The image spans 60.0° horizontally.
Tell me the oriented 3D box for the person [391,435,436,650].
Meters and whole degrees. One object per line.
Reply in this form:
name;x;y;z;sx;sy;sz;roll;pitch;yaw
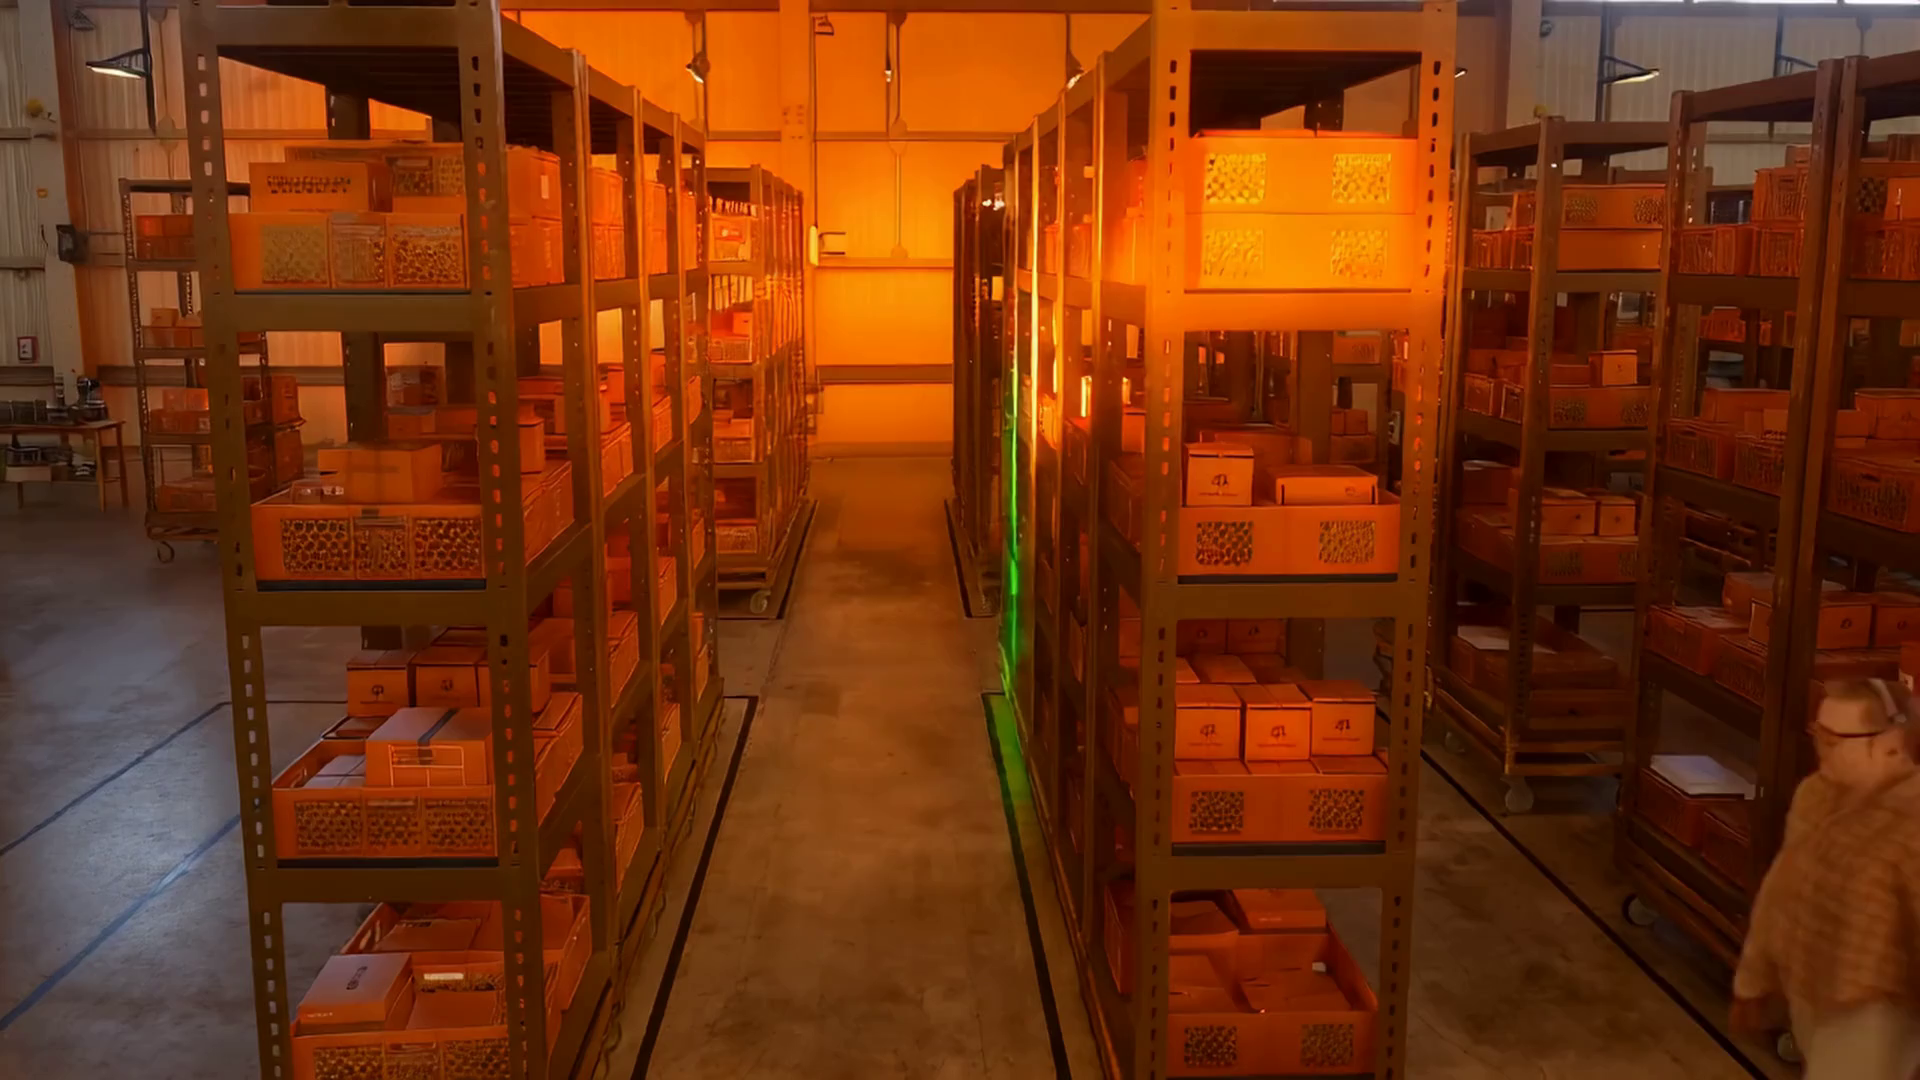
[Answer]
person;-3.308;0.252;10.333;0.457;1.828;0.595;-3;10;-17

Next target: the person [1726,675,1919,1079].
person;2.248;1.271;4.421;0.952;1.860;0.678;0;10;-1

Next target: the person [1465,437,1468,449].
person;6.265;-1.638;21.238;0.922;1.784;0.604;-3;10;-16
